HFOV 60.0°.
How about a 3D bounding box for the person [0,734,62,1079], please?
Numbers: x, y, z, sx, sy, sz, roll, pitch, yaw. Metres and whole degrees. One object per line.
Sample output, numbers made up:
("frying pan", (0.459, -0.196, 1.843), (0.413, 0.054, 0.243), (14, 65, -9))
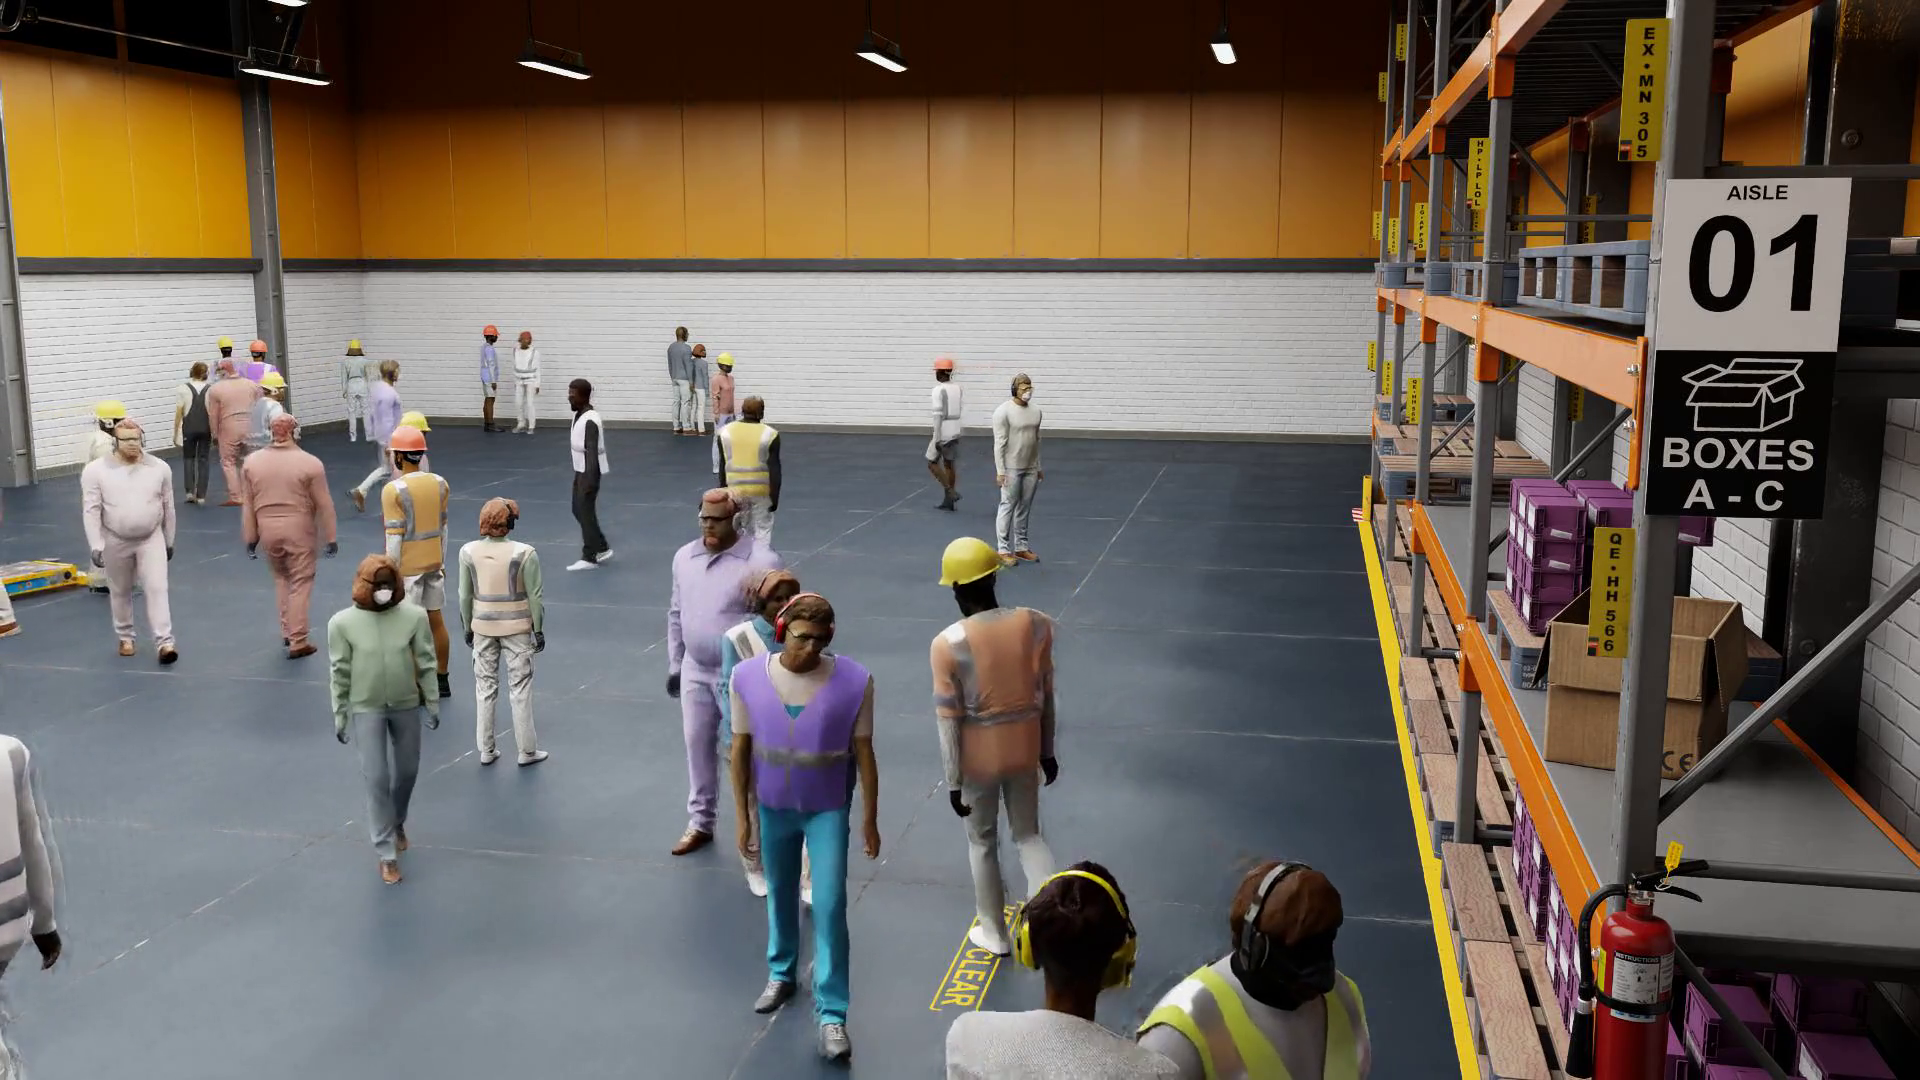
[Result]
("person", (-3.198, 1.259, 5.171), (0.808, 1.854, 0.607), (2, 10, 12))

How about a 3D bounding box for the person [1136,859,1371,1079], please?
("person", (0.645, 1.558, 3.592), (0.633, 1.799, 0.929), (-5, 11, -29))

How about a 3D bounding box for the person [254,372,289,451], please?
("person", (-7.739, -0.991, 18.831), (0.413, 1.822, 0.614), (-8, 12, -40))

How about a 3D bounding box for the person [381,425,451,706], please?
("person", (-3.766, 0.173, 11.480), (0.354, 1.939, 0.544), (5, 11, 27))

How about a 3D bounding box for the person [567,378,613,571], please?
("person", (-3.723, -0.657, 16.558), (0.430, 1.917, 0.634), (-4, 10, -22))

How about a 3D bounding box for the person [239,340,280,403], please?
("person", (-10.165, -1.936, 24.221), (0.542, 1.927, 0.381), (-1, 9, -4))

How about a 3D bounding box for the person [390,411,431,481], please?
("person", (-4.757, -0.250, 14.560), (0.556, 1.752, 0.357), (9, 13, 42))

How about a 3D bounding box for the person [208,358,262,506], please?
("person", (-9.024, -1.350, 20.934), (0.839, 1.871, 0.414), (-9, 13, -42))

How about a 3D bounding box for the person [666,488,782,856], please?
("person", (-1.235, 0.660, 8.686), (0.666, 1.891, 0.694), (4, 10, 25))

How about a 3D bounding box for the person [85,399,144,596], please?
("person", (-7.702, -0.378, 15.202), (0.593, 1.810, 0.593), (-6, 11, -32))

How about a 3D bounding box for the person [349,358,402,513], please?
("person", (-6.897, -1.212, 19.899), (0.750, 1.922, 0.642), (-5, 10, -26))

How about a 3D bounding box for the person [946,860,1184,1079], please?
("person", (0.197, 1.559, 3.381), (0.553, 1.853, 0.451), (4, 10, 21))

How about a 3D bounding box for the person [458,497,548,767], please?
("person", (-2.760, 0.560, 10.050), (0.525, 1.638, 0.307), (1, 10, 8))

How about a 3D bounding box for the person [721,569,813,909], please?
("person", (-0.854, 0.952, 7.786), (0.525, 1.609, 0.769), (-4, 10, -24))

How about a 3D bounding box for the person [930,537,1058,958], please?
("person", (0.183, 0.931, 7.048), (0.627, 1.893, 0.689), (-4, 10, -22))

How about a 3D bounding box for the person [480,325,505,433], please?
("person", (-8.470, -2.912, 30.063), (0.374, 1.939, 0.545), (-5, 10, -25))

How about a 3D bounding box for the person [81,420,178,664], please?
("person", (-6.289, 0.022, 12.653), (0.647, 1.855, 1.001), (-6, 11, -32))

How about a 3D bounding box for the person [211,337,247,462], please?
("person", (-11.174, -2.141, 25.462), (0.375, 1.922, 0.594), (7, 11, 35))

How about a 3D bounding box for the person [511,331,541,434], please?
("person", (-7.704, -2.792, 29.605), (0.603, 1.848, 0.463), (2, 10, 14))

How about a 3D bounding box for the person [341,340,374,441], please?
("person", (-10.360, -2.567, 28.576), (0.492, 1.742, 0.323), (-3, 10, -18))

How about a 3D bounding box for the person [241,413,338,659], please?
("person", (-5.171, -0.044, 12.954), (0.684, 1.878, 0.662), (1, 9, 4))

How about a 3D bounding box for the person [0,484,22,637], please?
("person", (-7.959, -0.174, 13.507), (0.457, 1.995, 0.635), (-4, 10, -22))

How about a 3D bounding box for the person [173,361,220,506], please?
("person", (-9.657, -1.348, 21.041), (0.578, 1.808, 0.626), (-6, 11, -31))

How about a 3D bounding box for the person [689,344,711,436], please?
("person", (-4.634, -2.666, 29.537), (0.497, 1.627, 0.288), (8, 12, 41))

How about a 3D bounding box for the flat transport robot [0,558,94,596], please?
("flat transport robot", (-8.750, 0.384, 15.219), (0.652, 0.197, 1.431), (4, 10, 24))

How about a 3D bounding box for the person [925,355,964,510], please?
("person", (-0.177, -1.304, 20.432), (0.431, 1.918, 0.550), (8, 13, 41))

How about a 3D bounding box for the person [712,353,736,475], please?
("person", (-3.387, -1.822, 24.046), (0.333, 1.758, 0.533), (4, 10, 22))

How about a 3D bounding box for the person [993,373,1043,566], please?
("person", (0.597, -0.719, 16.848), (0.633, 1.938, 0.356), (-8, 13, -42))

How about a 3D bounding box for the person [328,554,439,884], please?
("person", (-2.889, 0.857, 8.366), (0.514, 1.608, 0.669), (-6, 11, -31))

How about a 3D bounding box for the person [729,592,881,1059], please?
("person", (-0.602, 1.079, 6.494), (0.590, 1.789, 0.778), (1, 10, 9))

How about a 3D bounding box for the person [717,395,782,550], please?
("person", (-1.979, -0.456, 15.626), (0.628, 1.818, 0.633), (1, 10, 8))

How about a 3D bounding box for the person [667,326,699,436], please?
("person", (-4.928, -2.822, 29.523), (0.628, 1.940, 0.373), (9, 13, 43))
